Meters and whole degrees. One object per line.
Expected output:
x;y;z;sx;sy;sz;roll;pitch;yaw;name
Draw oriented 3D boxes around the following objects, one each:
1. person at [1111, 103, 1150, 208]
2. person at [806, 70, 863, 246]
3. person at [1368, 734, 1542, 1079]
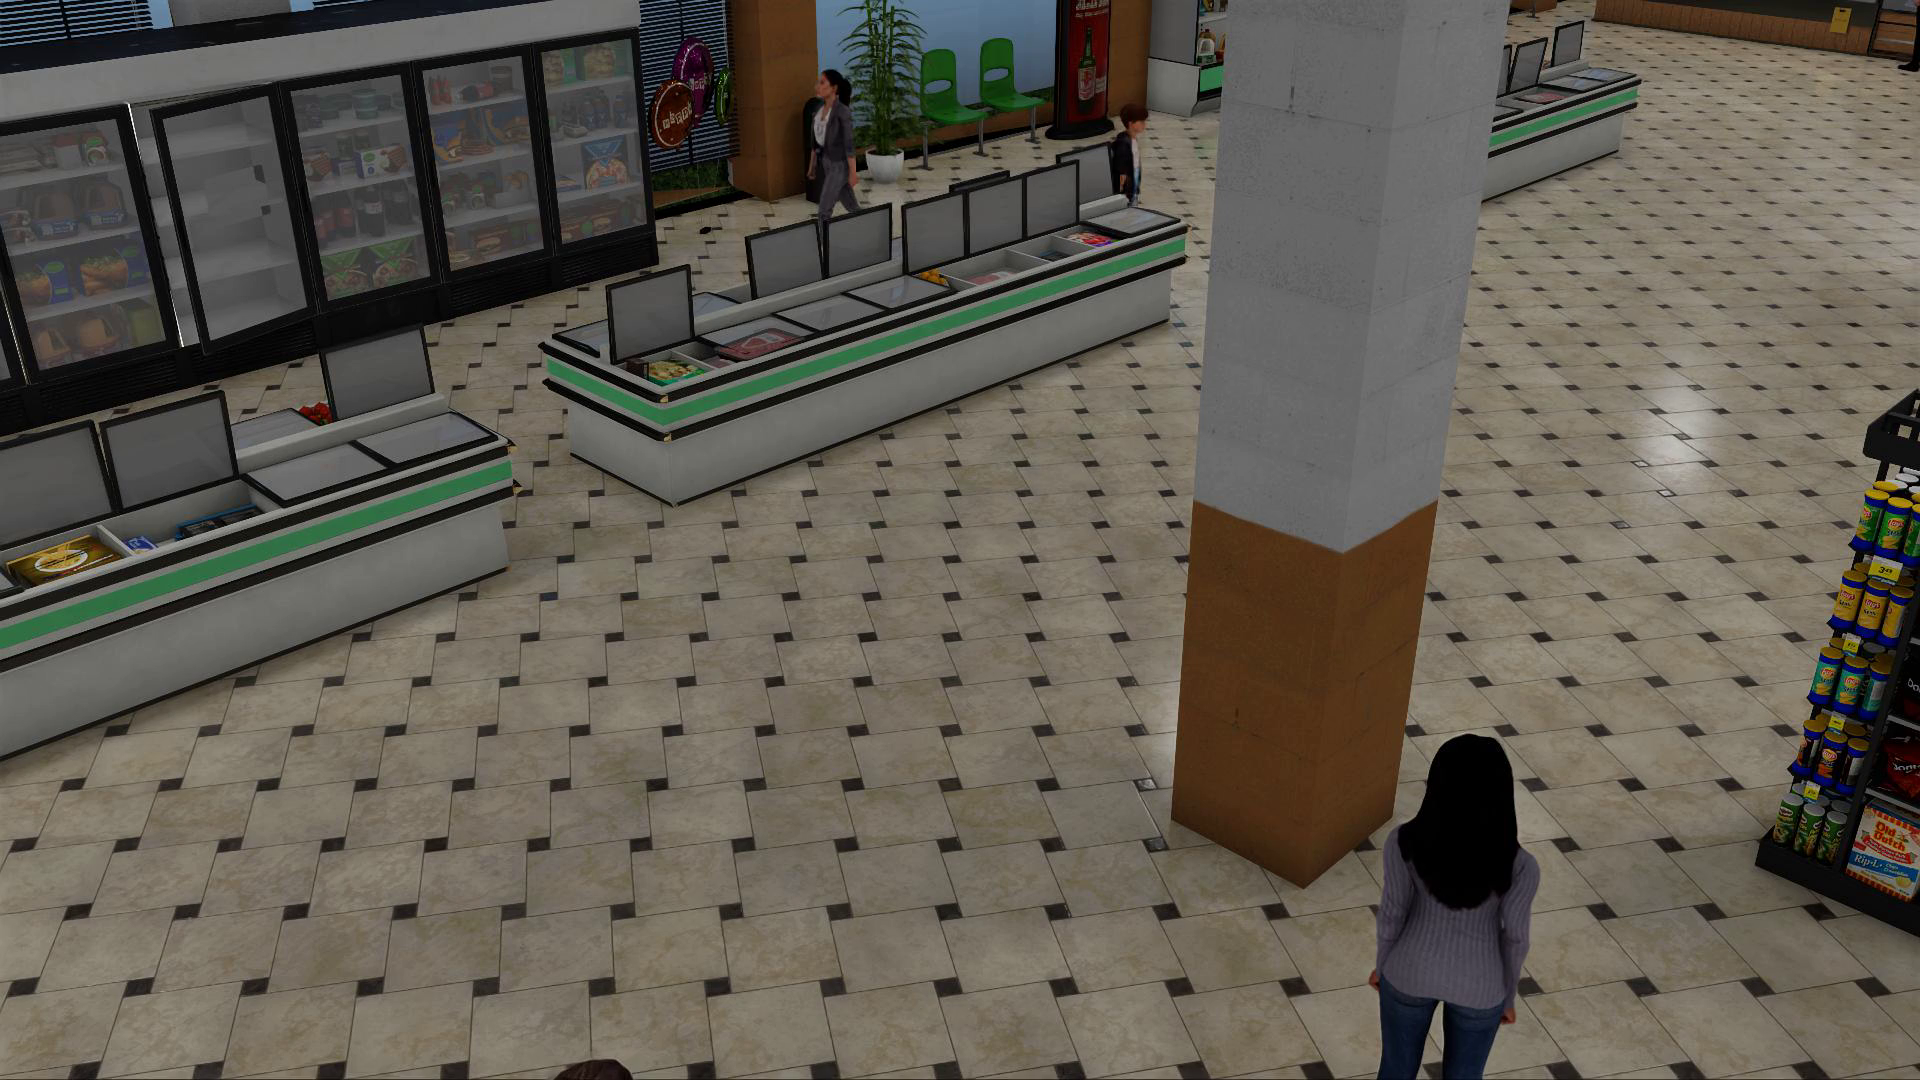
1.330;-2.912;13.881;0.739;1.438;0.700;8;28;16;person
-0.973;-3.117;14.081;1.163;1.624;0.805;-16;31;-28;person
1.484;1.363;5.116;0.680;1.741;0.659;10;29;20;person
